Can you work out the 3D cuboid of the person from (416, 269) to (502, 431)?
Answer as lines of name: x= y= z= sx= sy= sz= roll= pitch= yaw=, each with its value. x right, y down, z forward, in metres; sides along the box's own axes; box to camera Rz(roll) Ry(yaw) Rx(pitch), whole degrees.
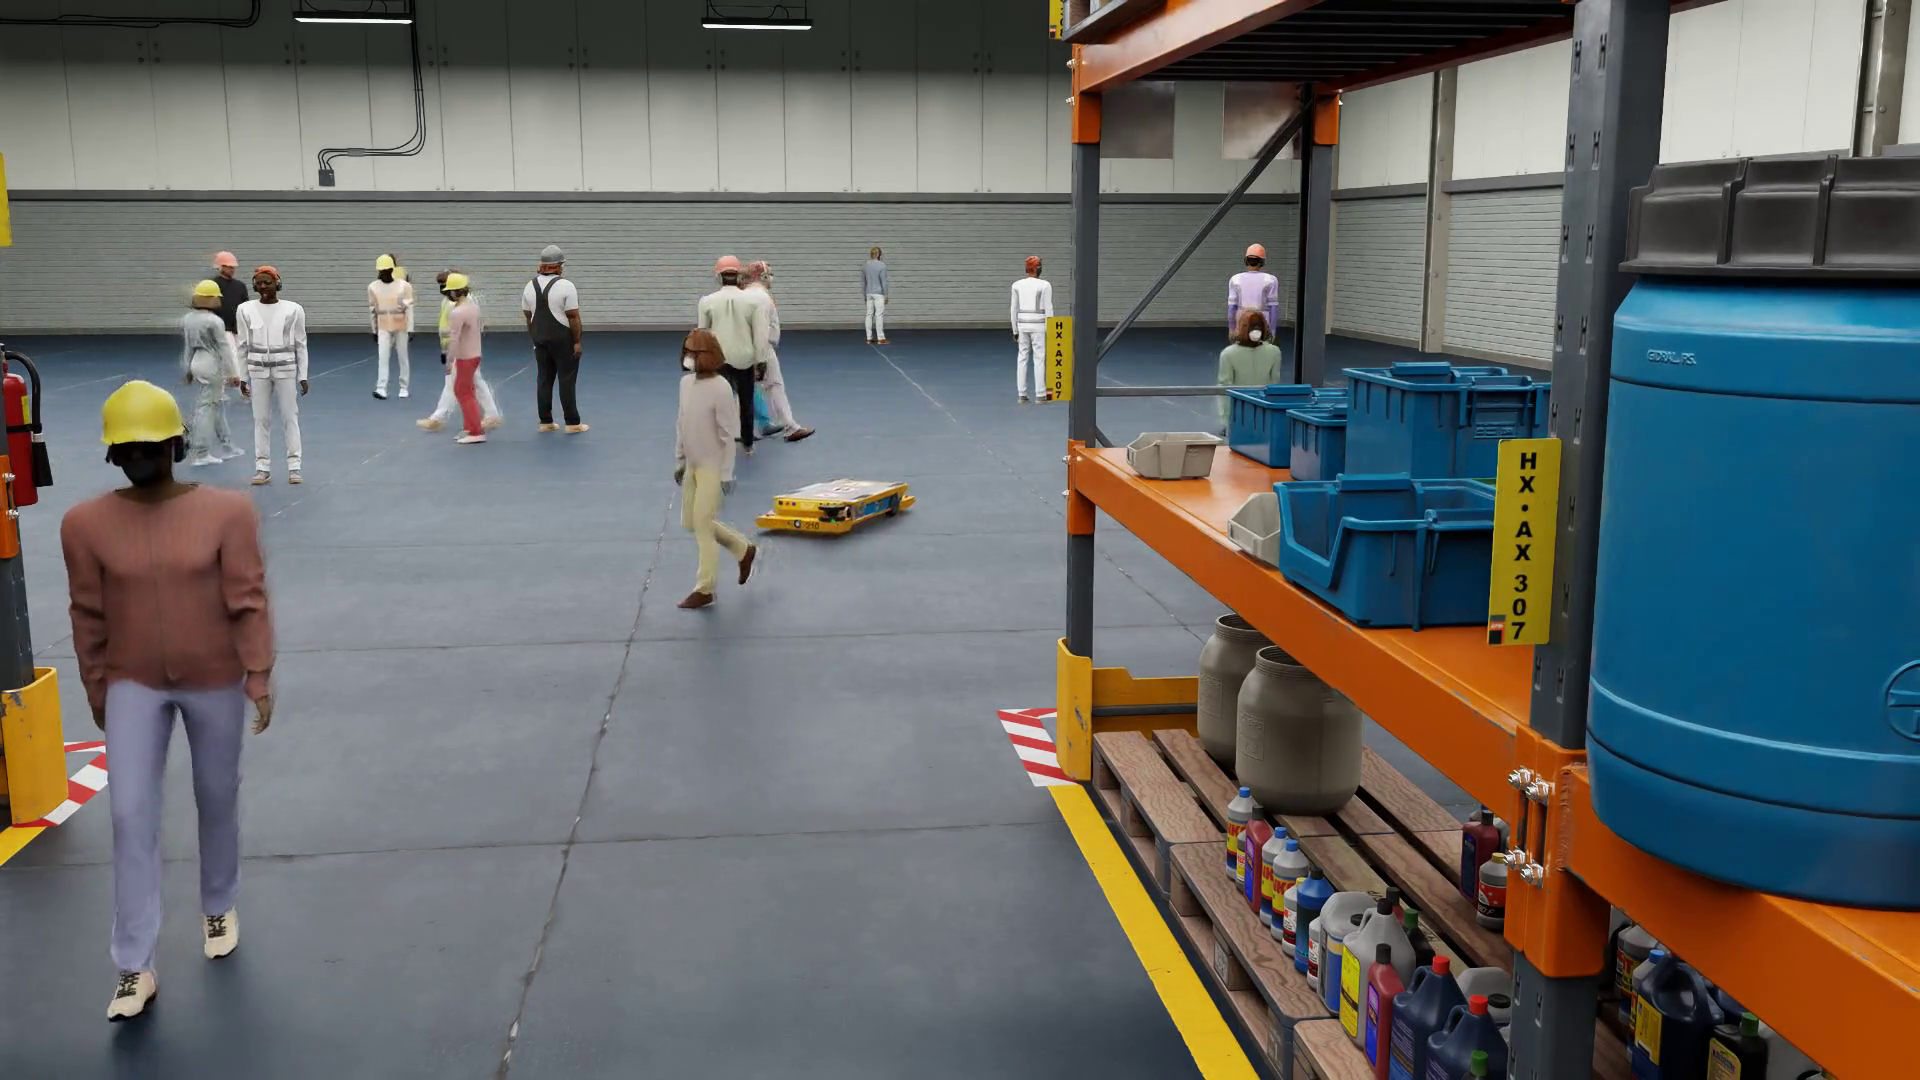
person: x=-5.539 y=-2.091 z=18.361 sx=0.959 sy=1.778 sz=0.638 roll=-5 pitch=12 yaw=-27

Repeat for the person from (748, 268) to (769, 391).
person: x=-2.867 y=-2.905 z=23.038 sx=0.530 sy=1.697 sz=0.321 roll=1 pitch=10 yaw=3

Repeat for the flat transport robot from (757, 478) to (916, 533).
flat transport robot: x=-0.907 y=-0.278 z=12.551 sx=0.652 sy=0.197 sz=1.431 roll=4 pitch=11 yaw=21

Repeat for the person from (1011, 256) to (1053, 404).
person: x=0.925 y=-2.686 z=21.332 sx=0.574 sy=1.881 sz=0.357 roll=6 pitch=12 yaw=30

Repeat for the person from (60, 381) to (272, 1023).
person: x=-2.203 y=0.432 z=4.657 sx=0.531 sy=1.733 sz=0.838 roll=-4 pitch=11 yaw=-19

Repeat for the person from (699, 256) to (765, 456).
person: x=-2.184 y=-1.726 z=15.903 sx=0.626 sy=1.942 sz=0.996 roll=-1 pitch=10 yaw=-7

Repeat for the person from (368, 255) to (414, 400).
person: x=-7.465 y=-2.776 z=21.811 sx=0.611 sy=1.878 sz=0.961 roll=-1 pitch=10 yaw=-3

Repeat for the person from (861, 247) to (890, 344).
person: x=-1.683 y=-4.869 z=33.156 sx=0.627 sy=1.935 sz=0.371 roll=7 pitch=13 yaw=35

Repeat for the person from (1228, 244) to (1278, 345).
person: x=3.613 y=-2.621 z=20.534 sx=0.610 sy=2.042 sz=0.396 roll=3 pitch=11 yaw=18

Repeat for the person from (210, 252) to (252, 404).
person: x=-9.384 y=-2.724 z=21.396 sx=1.048 sy=1.940 sz=0.641 roll=6 pitch=12 yaw=28

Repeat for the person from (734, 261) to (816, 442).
person: x=-1.953 y=-1.942 z=17.294 sx=0.904 sy=1.870 sz=0.674 roll=-5 pitch=11 yaw=-26

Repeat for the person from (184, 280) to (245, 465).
person: x=-7.000 y=-1.584 z=15.727 sx=0.516 sy=1.713 sz=0.750 roll=6 pitch=12 yaw=30

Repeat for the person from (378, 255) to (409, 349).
person: x=-10.858 y=-4.530 z=31.707 sx=0.966 sy=1.787 sz=0.634 roll=7 pitch=12 yaw=32

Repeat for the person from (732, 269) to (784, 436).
person: x=-2.290 y=-1.974 z=17.689 sx=0.833 sy=1.797 sz=0.629 roll=2 pitch=11 yaw=11

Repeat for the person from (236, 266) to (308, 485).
person: x=-5.939 y=-1.418 z=14.381 sx=0.572 sy=1.883 sz=0.356 roll=-2 pitch=11 yaw=-13

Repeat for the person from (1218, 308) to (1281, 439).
person: x=2.137 y=-0.880 z=12.167 sx=0.518 sy=1.616 sz=0.512 roll=-2 pitch=11 yaw=-13

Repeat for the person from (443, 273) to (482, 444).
person: x=-5.178 y=-1.863 z=17.141 sx=0.489 sy=1.750 sz=0.554 roll=1 pitch=10 yaw=4

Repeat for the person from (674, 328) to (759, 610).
person: x=-1.431 y=-0.425 z=9.652 sx=0.572 sy=1.615 sz=0.514 roll=-8 pitch=13 yaw=-38

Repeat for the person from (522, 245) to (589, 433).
person: x=-4.386 y=-2.190 z=18.176 sx=0.682 sy=2.000 sz=0.537 roll=4 pitch=11 yaw=23
